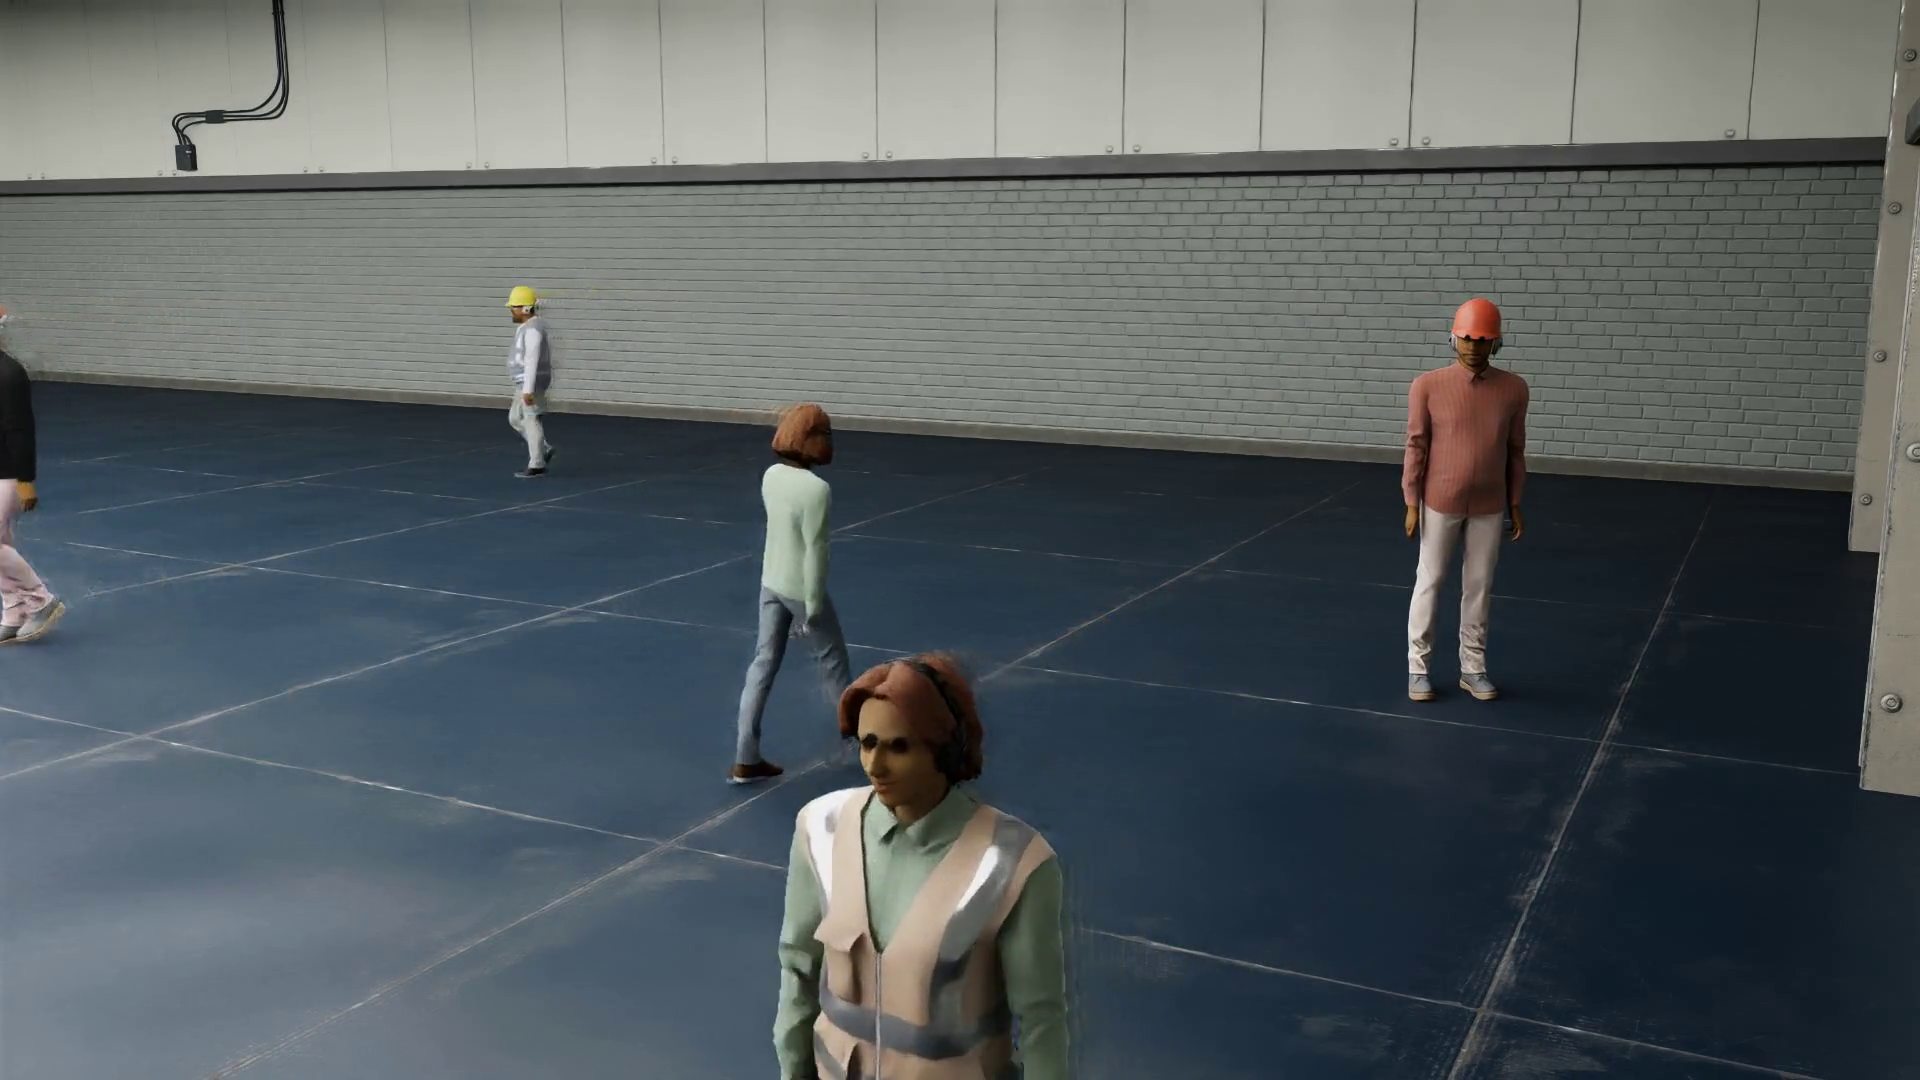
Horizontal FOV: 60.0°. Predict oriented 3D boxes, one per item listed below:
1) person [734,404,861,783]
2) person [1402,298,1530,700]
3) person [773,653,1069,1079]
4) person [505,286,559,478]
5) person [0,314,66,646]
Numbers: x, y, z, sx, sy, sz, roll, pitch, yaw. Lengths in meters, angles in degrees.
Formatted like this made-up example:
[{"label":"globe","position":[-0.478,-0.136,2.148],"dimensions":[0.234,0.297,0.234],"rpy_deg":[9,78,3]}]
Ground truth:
[{"label":"person","position":[-0.632,0.216,7.077],"dimensions":[0.843,1.587,0.515],"rpy_deg":[-9,13,-39]},{"label":"person","position":[2.490,-0.187,8.196],"dimensions":[0.614,1.990,0.392],"rpy_deg":[-1,10,-3]},{"label":"person","position":[-0.058,0.979,2.842],"dimensions":[0.519,1.625,0.398],"rpy_deg":[7,12,32]},{"label":"person","position":[-4.082,-1.486,15.745],"dimensions":[0.425,1.816,0.627],"rpy_deg":[-4,11,-19]},{"label":"person","position":[-5.368,-0.368,9.231],"dimensions":[0.642,1.969,0.449],"rpy_deg":[8,13,38]}]
